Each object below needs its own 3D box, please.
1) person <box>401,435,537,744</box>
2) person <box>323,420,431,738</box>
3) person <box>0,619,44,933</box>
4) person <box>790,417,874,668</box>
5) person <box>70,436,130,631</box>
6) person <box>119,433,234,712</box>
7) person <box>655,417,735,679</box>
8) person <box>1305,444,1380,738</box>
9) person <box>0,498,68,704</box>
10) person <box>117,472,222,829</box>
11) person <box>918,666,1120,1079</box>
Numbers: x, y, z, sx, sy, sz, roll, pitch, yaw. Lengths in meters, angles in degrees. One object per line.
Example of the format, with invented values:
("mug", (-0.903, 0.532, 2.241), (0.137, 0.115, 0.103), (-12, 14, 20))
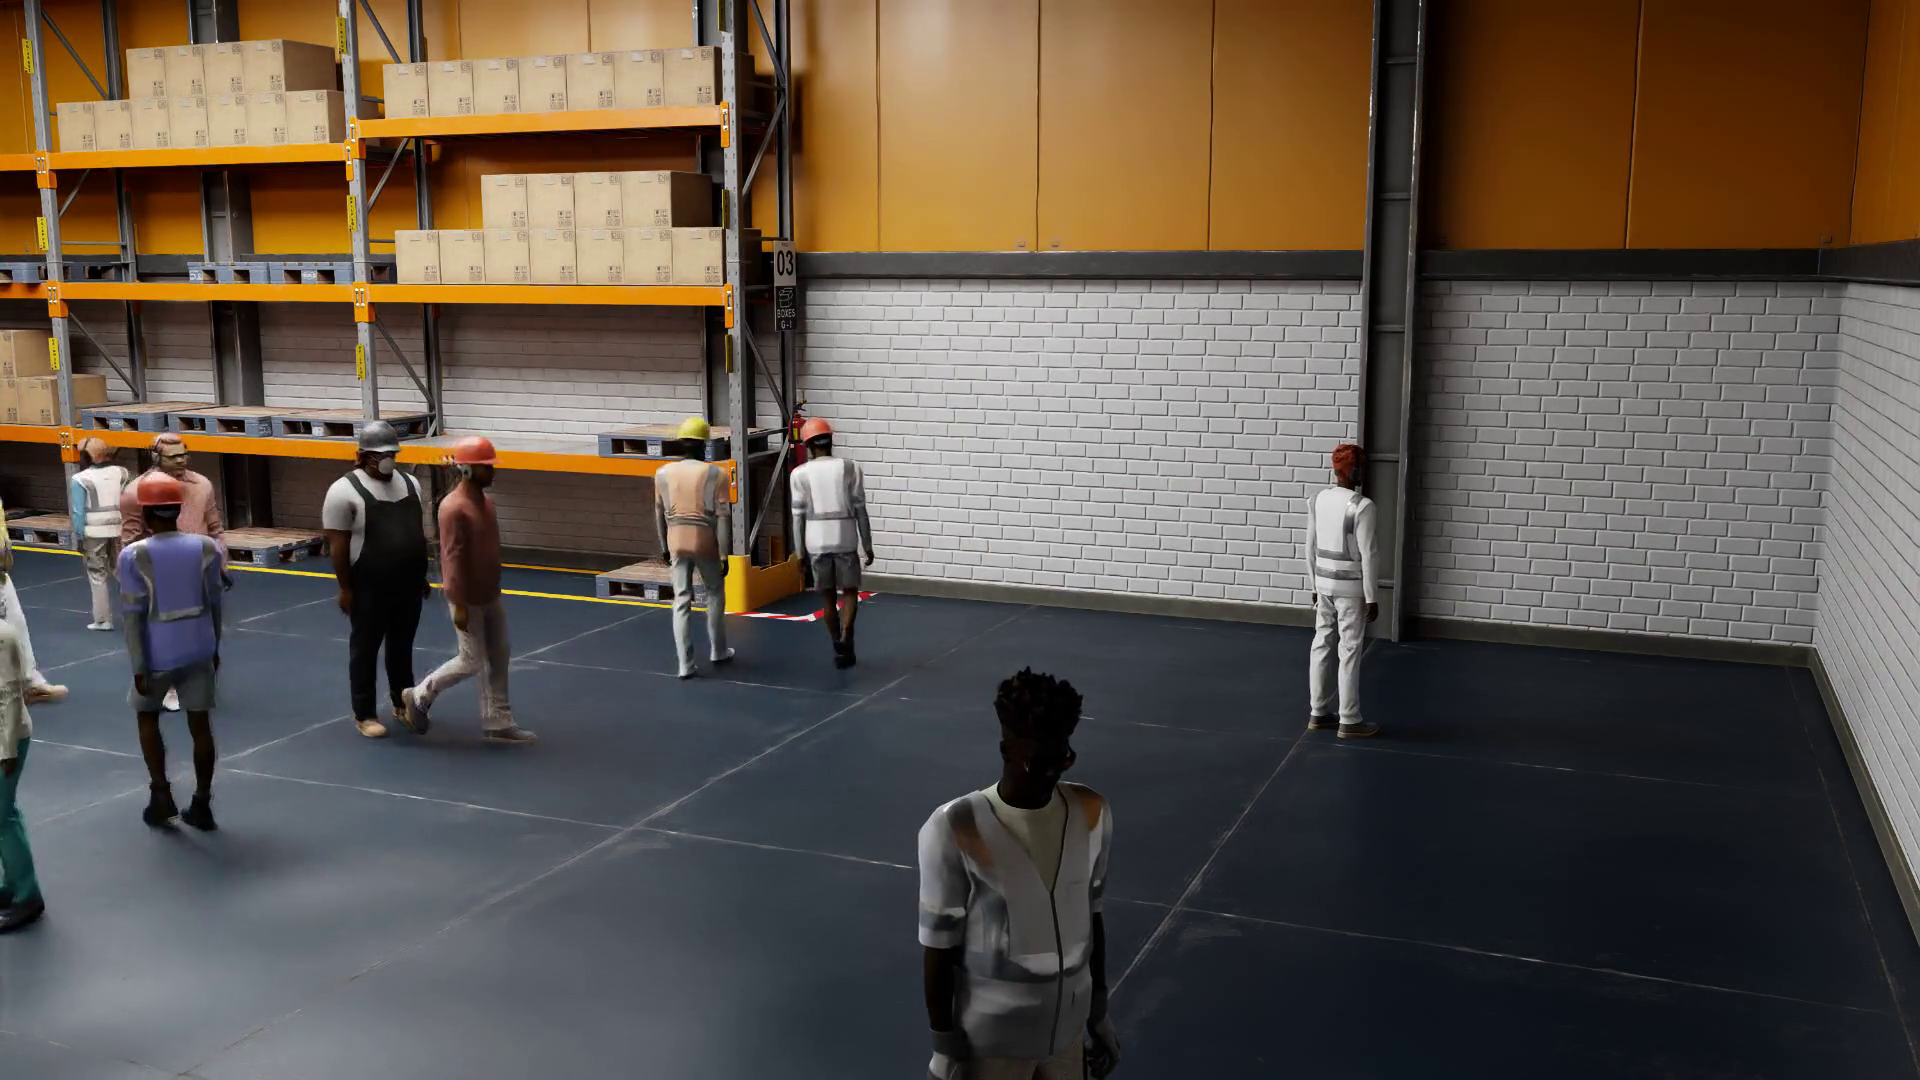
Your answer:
("person", (-3.090, 0.325, 10.380), (0.746, 1.974, 0.627), (2, 10, 13))
("person", (-3.689, 0.233, 10.728), (0.536, 2.000, 0.688), (6, 11, 34))
("person", (-4.424, 0.905, 7.557), (0.528, 1.750, 0.423), (5, 11, 29))
("person", (-0.944, 0.044, 12.320), (0.626, 1.890, 0.621), (0, 9, -3))
("person", (-6.987, -0.042, 13.631), (0.497, 1.623, 0.532), (5, 11, 30))
("person", (-5.295, 0.216, 11.295), (0.513, 1.888, 0.661), (5, 11, 29))
("person", (-1.940, 0.037, 12.338), (0.599, 1.896, 0.822), (1, 9, 8))
("person", (2.460, 0.323, 10.662), (0.353, 1.882, 0.583), (-6, 11, -33))
("person", (-6.496, 0.262, 11.223), (0.810, 1.816, 0.654), (0, 9, 0))
("person", (-4.221, 0.593, 8.919), (0.547, 1.916, 0.584), (-9, 13, -42))
("person", (0.171, 1.302, 4.497), (0.603, 1.959, 0.374), (-6, 11, -32))
